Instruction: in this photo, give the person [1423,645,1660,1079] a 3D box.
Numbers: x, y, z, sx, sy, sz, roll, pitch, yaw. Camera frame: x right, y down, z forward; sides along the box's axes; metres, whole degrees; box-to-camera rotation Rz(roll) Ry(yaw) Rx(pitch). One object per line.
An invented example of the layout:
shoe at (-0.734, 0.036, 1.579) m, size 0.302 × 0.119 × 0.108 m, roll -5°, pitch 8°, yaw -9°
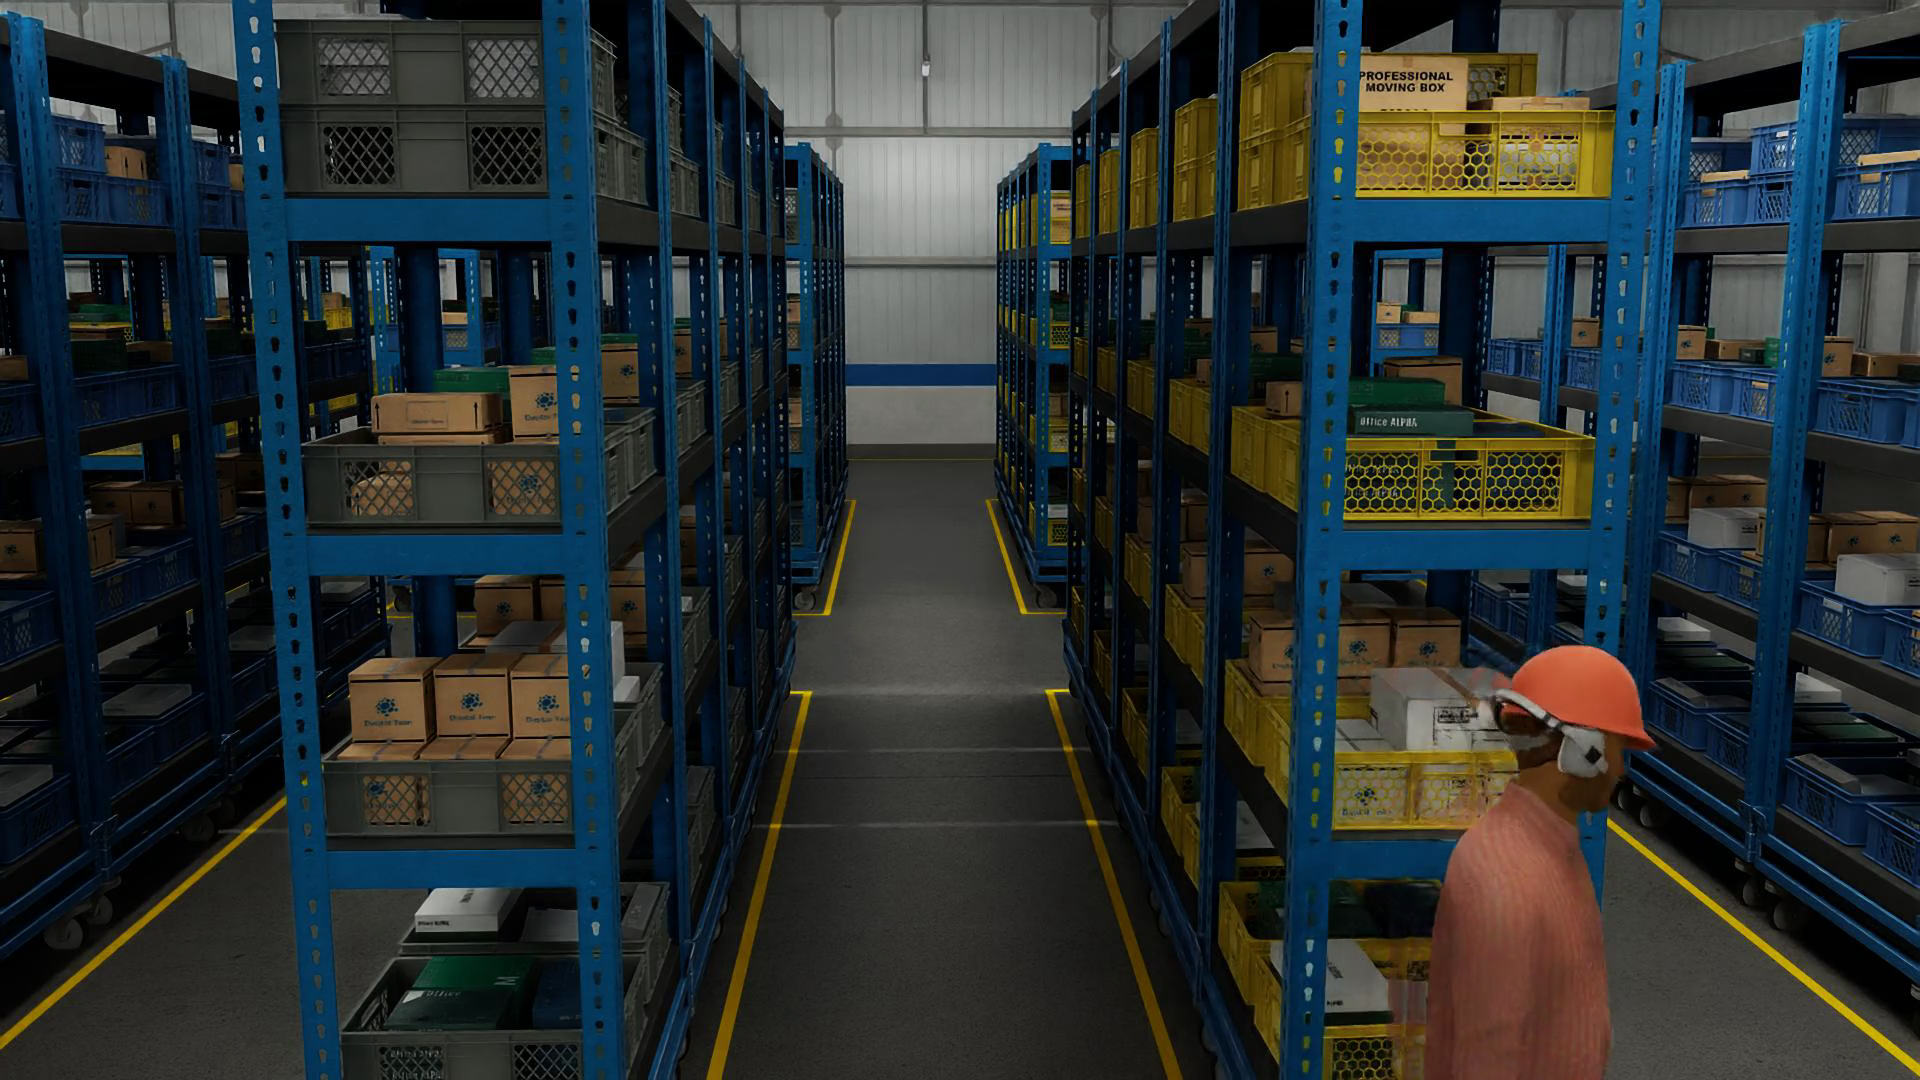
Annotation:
person at (1.046, 1.168, 3.380) m, size 0.689 × 1.949 × 0.635 m, roll 6°, pitch 11°, yaw 32°
